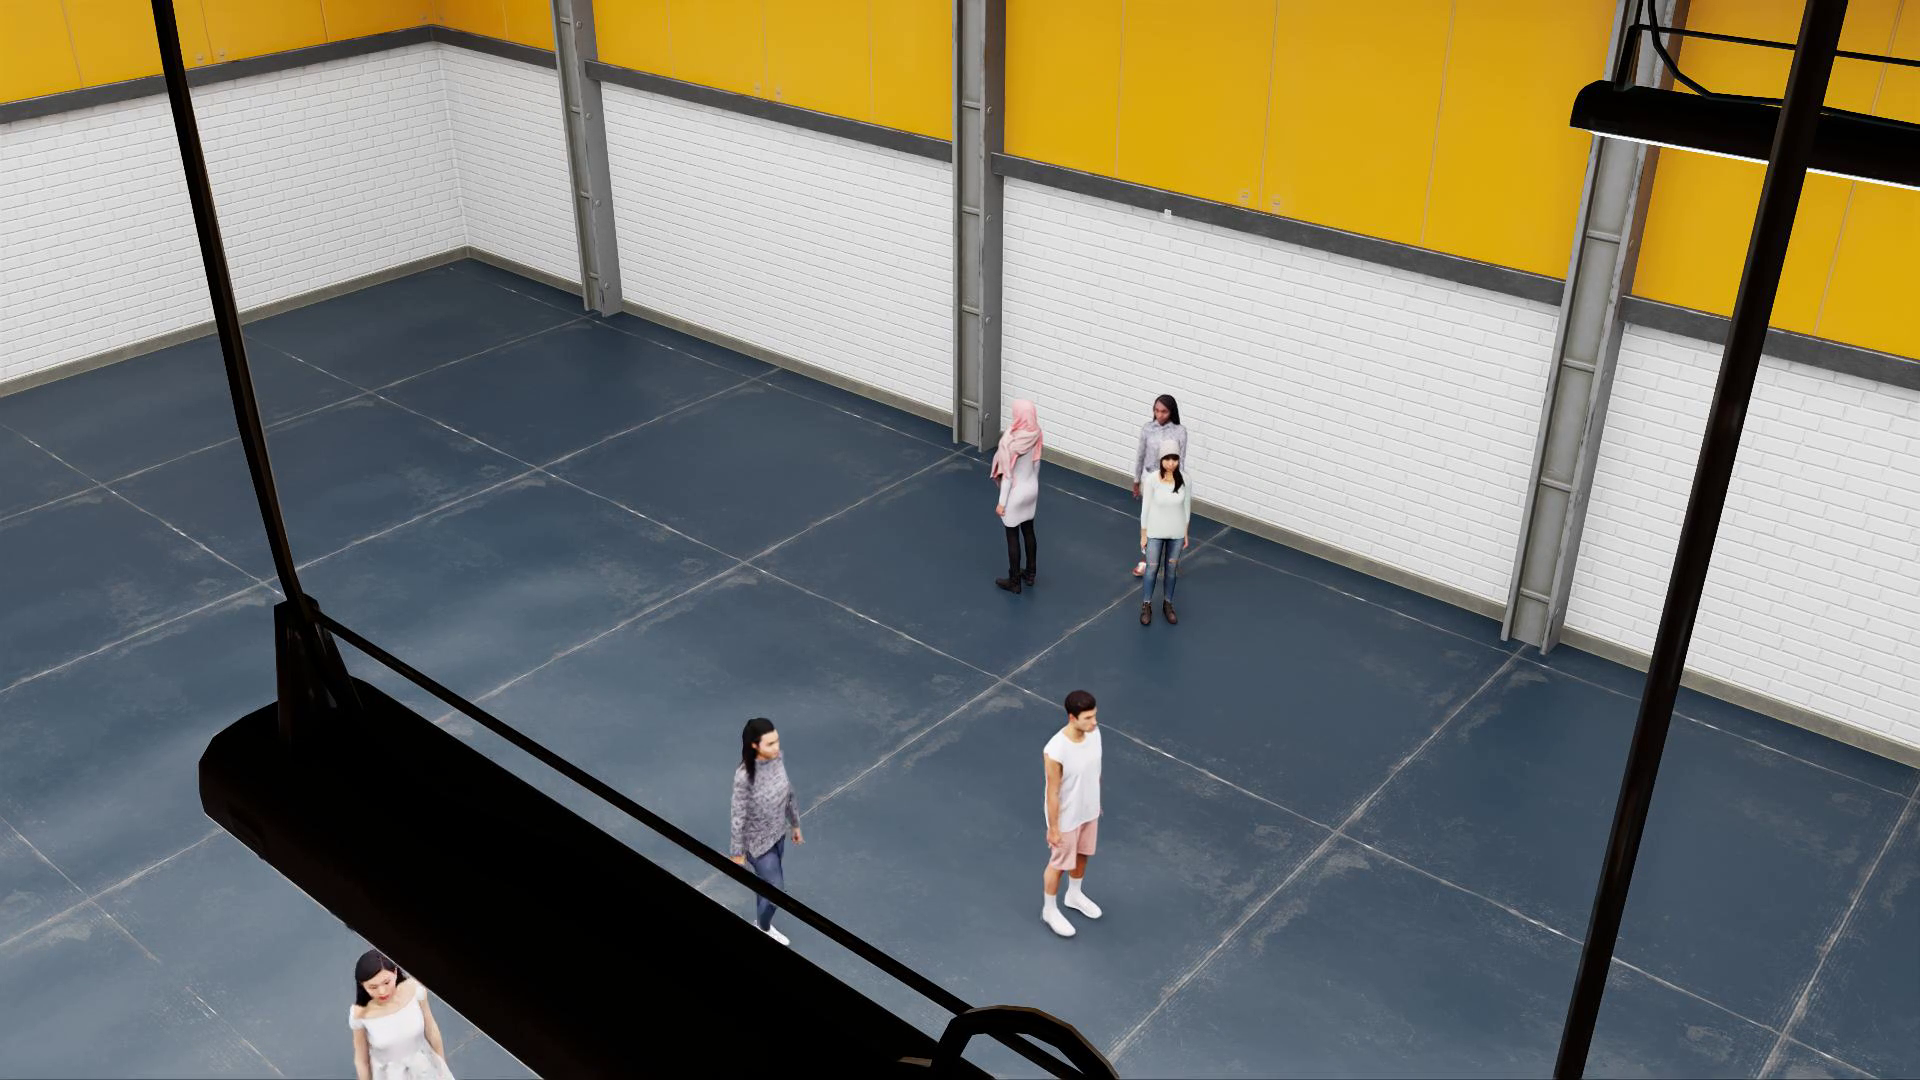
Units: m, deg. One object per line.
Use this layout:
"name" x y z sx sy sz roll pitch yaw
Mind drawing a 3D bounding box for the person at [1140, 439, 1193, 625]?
"person" 1.703 -0.071 13.834 0.640 1.645 0.697 -3 29 -5

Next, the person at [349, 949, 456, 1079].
"person" -2.867 2.746 8.547 0.758 1.763 0.871 -17 33 -28

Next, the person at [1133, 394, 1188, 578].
"person" 1.764 -0.477 14.492 0.567 1.727 0.720 12 31 21

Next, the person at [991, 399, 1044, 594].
"person" 0.511 -0.389 14.255 0.660 1.799 0.629 -23 36 -36

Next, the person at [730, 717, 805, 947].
"person" -1.279 1.803 10.316 0.638 1.724 0.678 17 33 28

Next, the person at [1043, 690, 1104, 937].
"person" 0.704 1.680 10.479 0.564 1.784 0.623 24 37 37
